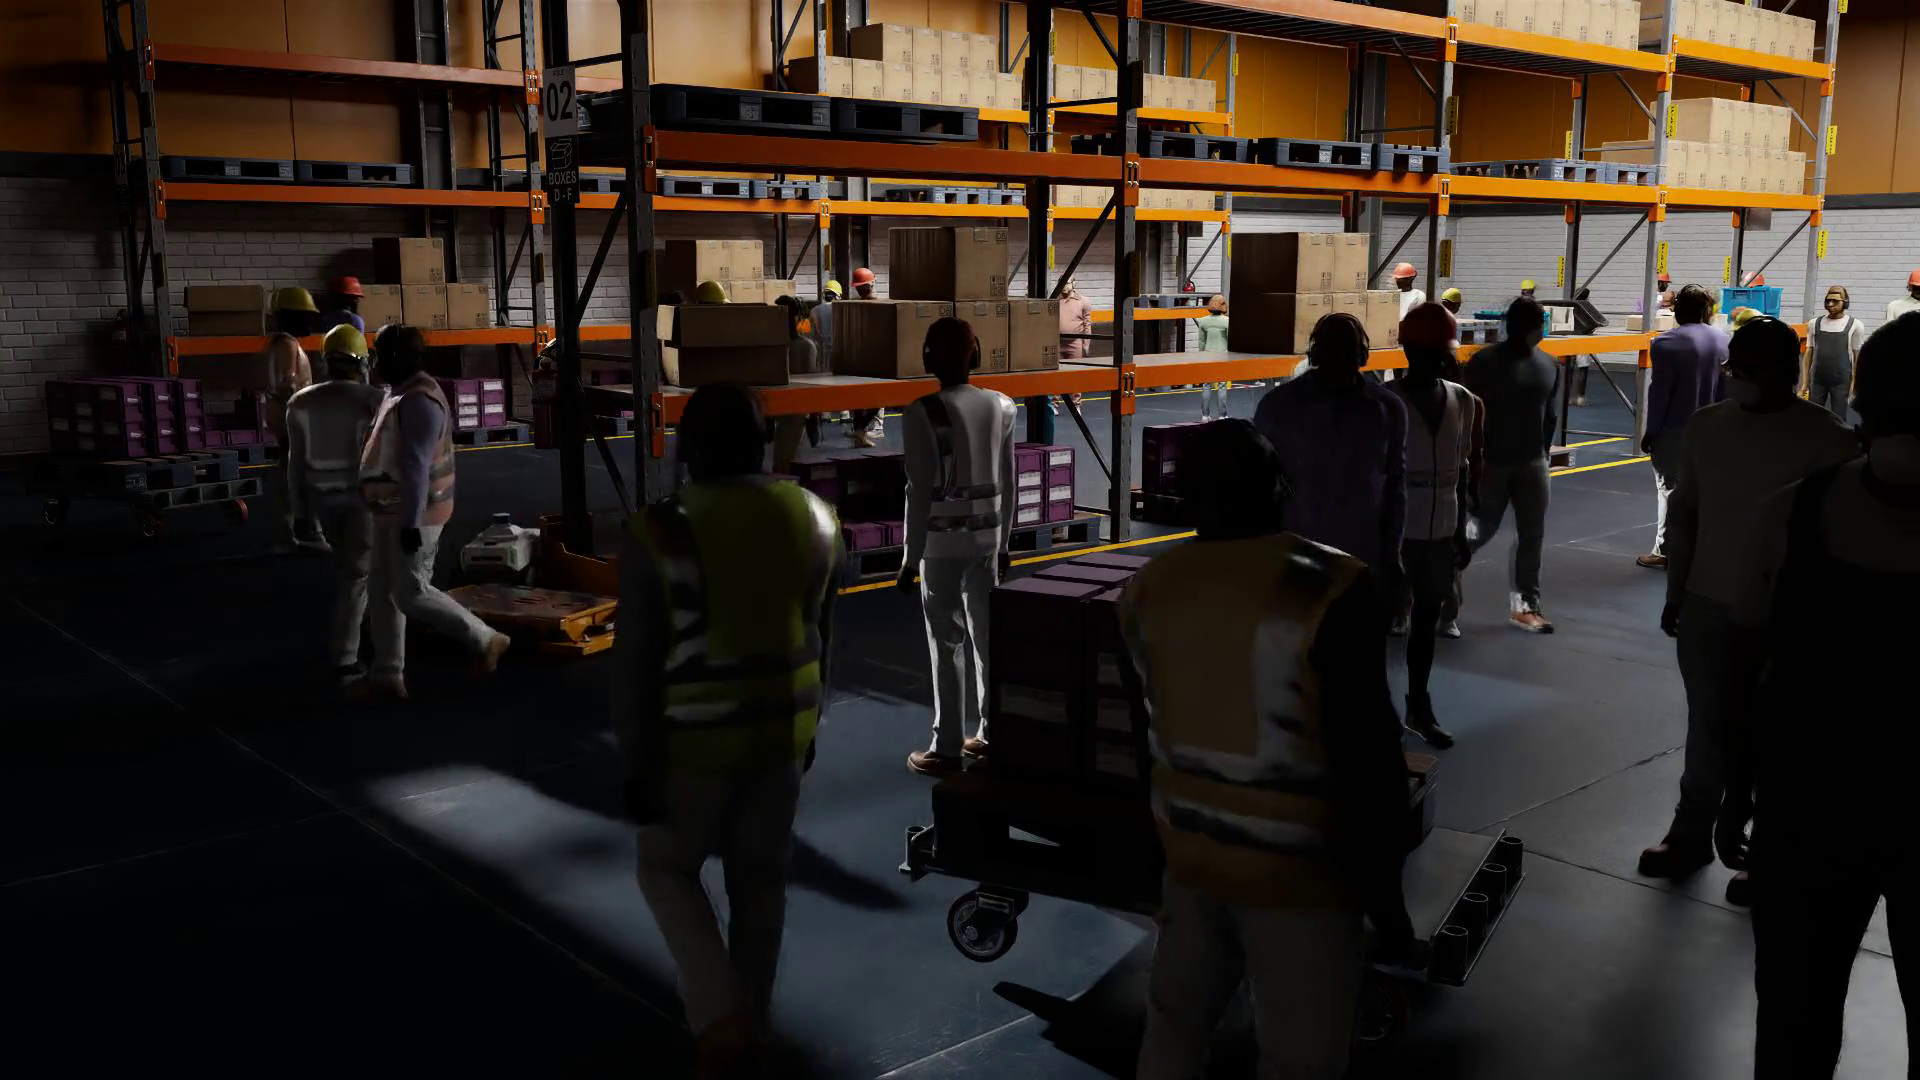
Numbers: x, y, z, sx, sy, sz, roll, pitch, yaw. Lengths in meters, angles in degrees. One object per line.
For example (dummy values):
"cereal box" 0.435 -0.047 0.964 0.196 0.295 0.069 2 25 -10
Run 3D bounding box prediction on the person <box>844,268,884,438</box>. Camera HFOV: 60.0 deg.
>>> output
"person" -1.103 -2.187 19.494 0.391 1.988 0.611 -8 13 -41

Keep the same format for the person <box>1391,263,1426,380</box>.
"person" 5.849 -2.624 21.917 0.403 2.036 0.609 -6 12 -33

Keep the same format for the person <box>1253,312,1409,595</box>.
"person" 1.485 0.039 6.713 0.639 1.905 0.407 0 10 2

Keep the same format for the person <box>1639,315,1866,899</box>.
"person" 2.635 0.222 5.560 0.371 1.934 0.627 -6 12 -33

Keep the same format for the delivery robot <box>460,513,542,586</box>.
"delivery robot" -2.786 0.081 10.137 0.477 0.478 0.707 0 10 0

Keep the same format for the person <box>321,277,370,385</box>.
"person" -5.912 -1.580 16.146 0.557 1.923 0.417 6 11 31

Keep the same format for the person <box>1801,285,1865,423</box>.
"person" 8.340 -1.508 15.937 0.506 1.846 0.348 9 13 42

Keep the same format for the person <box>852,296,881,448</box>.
"person" -1.026 -1.835 18.314 0.363 1.687 0.537 -4 11 -24

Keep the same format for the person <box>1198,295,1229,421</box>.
"person" 3.290 -2.321 21.308 0.500 1.636 0.280 6 12 33

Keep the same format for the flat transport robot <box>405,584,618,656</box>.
"flat transport robot" -2.468 0.425 9.226 1.431 0.197 0.652 5 11 25

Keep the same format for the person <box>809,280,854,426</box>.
"person" -1.585 -2.338 20.867 0.588 1.823 0.403 4 10 20

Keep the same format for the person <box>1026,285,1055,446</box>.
"person" 0.821 -1.739 17.279 0.389 1.850 0.566 7 12 34

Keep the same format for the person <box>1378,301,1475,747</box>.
"person" 1.959 -0.048 7.129 0.551 1.932 0.378 -3 10 -15

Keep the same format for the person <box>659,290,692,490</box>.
"person" -2.369 -1.224 14.303 0.358 1.843 0.552 3 10 19

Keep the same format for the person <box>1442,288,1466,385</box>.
"person" 5.480 -1.938 18.690 0.311 1.768 0.532 -8 12 -38

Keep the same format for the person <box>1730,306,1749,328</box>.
"person" 8.199 -1.619 17.294 0.433 1.622 0.521 0 10 0

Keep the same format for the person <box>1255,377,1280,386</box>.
"person" 5.084 -3.481 27.269 0.591 1.922 0.392 -1 10 -7

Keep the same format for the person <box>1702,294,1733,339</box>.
"person" 6.673 -1.323 14.996 0.498 1.808 1.027 5 11 26

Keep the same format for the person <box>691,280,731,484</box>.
"person" -2.028 -1.138 13.534 0.367 1.926 0.594 -6 11 -30

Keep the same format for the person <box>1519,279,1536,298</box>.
"person" 9.535 -3.464 27.702 0.684 1.744 0.538 2 10 11

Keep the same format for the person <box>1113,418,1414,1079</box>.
"person" 0.599 0.668 3.348 0.432 1.806 0.711 -8 12 -38

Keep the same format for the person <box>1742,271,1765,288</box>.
"person" 10.035 -2.433 21.119 0.386 1.932 0.545 -9 13 -41

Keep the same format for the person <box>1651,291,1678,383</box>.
"person" 9.903 -2.664 23.323 0.315 1.636 0.515 -5 11 -26

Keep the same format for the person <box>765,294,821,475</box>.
"person" -1.209 -0.908 12.425 0.685 1.846 0.526 -8 12 -38

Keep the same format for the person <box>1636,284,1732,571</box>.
"person" 4.900 -0.756 11.264 0.635 1.939 0.362 -3 10 -17

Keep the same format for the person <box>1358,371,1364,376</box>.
"person" 4.977 -2.296 21.161 0.311 1.636 0.522 -9 13 -43

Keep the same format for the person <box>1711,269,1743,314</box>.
"person" 12.095 -3.310 26.150 0.609 1.960 0.371 8 13 40

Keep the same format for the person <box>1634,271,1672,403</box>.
"person" 9.963 -2.905 23.862 0.375 1.932 0.549 -5 11 -25

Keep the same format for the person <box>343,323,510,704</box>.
"person" -2.596 -0.119 7.921 0.709 1.809 0.637 -5 11 -29

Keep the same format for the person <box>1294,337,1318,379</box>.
"person" 2.487 -0.710 11.656 0.800 1.714 0.494 -9 13 -44

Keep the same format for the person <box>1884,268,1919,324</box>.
"person" 10.616 -2.030 18.562 0.610 1.993 0.380 3 10 19

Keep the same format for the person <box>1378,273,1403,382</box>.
"person" 6.208 -2.871 23.784 0.727 1.886 0.654 -5 11 -26

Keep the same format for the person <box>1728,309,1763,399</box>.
"person" 5.343 -0.689 11.367 0.301 1.772 0.527 -2 10 -13

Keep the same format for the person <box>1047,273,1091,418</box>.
"person" 1.396 -2.560 21.921 0.653 1.906 0.408 2 10 11

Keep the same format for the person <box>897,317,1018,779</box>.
"person" -0.012 0.038 6.793 0.577 1.876 0.349 -8 13 -40

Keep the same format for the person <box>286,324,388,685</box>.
"person" -3.068 -0.202 8.499 0.611 1.779 0.940 1 10 5

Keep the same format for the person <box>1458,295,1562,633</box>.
"person" 3.149 -0.461 9.631 0.632 1.912 0.853 -2 10 -13

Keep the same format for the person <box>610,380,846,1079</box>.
"person" -0.575 0.515 4.193 0.635 1.822 0.488 -6 11 -32

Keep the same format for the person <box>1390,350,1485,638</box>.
"person" 2.645 -0.267 9.274 0.522 1.639 0.309 2 10 10

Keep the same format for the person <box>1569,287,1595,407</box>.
"person" 8.760 -2.738 23.582 0.541 1.696 0.318 9 13 43

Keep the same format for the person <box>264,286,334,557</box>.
"person" -4.616 -0.826 11.753 0.607 1.905 0.624 -4 11 -24
